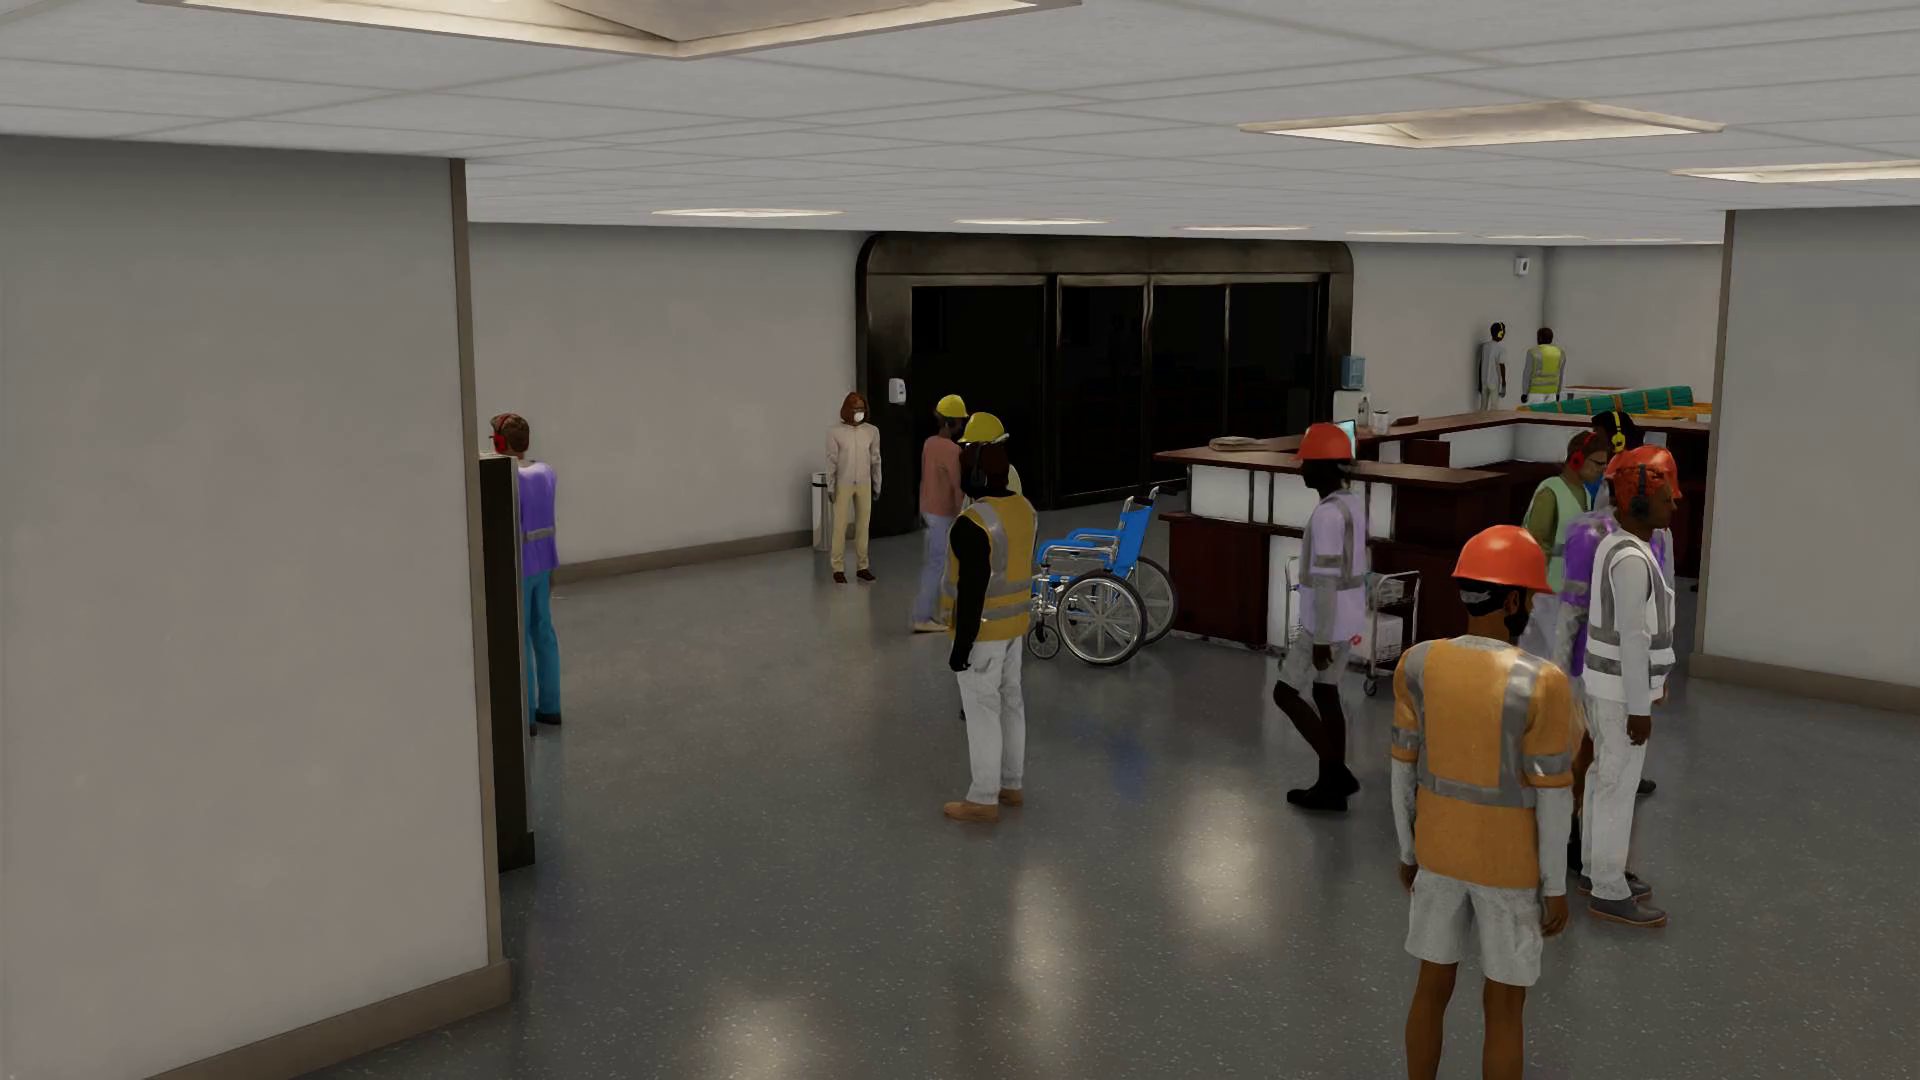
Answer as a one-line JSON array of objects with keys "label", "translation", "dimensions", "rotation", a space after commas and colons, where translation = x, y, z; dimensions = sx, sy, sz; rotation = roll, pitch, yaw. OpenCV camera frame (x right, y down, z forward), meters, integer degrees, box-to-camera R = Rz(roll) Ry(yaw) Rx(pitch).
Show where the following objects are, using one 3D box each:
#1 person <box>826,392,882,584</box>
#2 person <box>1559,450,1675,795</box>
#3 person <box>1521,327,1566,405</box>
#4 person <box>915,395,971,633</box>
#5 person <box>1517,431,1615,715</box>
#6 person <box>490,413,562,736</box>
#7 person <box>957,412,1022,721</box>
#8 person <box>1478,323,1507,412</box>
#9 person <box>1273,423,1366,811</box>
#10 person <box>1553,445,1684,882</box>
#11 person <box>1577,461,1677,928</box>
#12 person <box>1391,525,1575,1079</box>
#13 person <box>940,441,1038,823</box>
[{"label": "person", "translation": [-0.899, -0.442, 14.108], "dimensions": [0.504, 1.627, 0.286], "rotation": [-5, 10, -26]}, {"label": "person", "translation": [3.329, 0.418, 8.422], "dimensions": [0.573, 1.750, 0.330], "rotation": [9, 13, 43]}, {"label": "person", "translation": [8.284, -2.107, 23.679], "dimensions": [0.630, 1.837, 0.429], "rotation": [-2, 10, -15]}, {"label": "person", "translation": [-0.060, -0.191, 12.190], "dimensions": [0.692, 1.739, 0.547], "rotation": [-4, 10, -24]}, {"label": "person", "translation": [3.294, 0.313, 8.973], "dimensions": [0.927, 1.783, 0.644], "rotation": [7, 11, 36]}, {"label": "person", "translation": [-2.486, 0.200, 9.489], "dimensions": [0.372, 1.840, 0.570], "rotation": [4, 10, 23]}, {"label": "person", "translation": [0.169, 0.159, 9.806], "dimensions": [0.403, 1.824, 0.598], "rotation": [3, 10, 16]}, {"label": "person", "translation": [8.027, -2.346, 25.079], "dimensions": [0.336, 1.856, 0.524], "rotation": [-5, 11, -30]}, {"label": "person", "translation": [1.755, 0.389, 8.088], "dimensions": [0.409, 1.918, 0.564], "rotation": [4, 10, 26]}, {"label": "person", "translation": [2.872, 0.544, 7.180], "dimensions": [0.571, 1.901, 0.713], "rotation": [-6, 11, -33]}, {"label": "person", "translation": [2.737, 0.618, 6.806], "dimensions": [0.355, 1.882, 0.576], "rotation": [2, 10, 13]}, {"label": "person", "translation": [1.518, 0.916, 4.830], "dimensions": [0.375, 1.930, 0.542], "rotation": [-9, 13, -44]}, {"label": "person", "translation": [0.123, 0.438, 8.040], "dimensions": [0.429, 1.840, 0.637], "rotation": [5, 11, 29]}]
